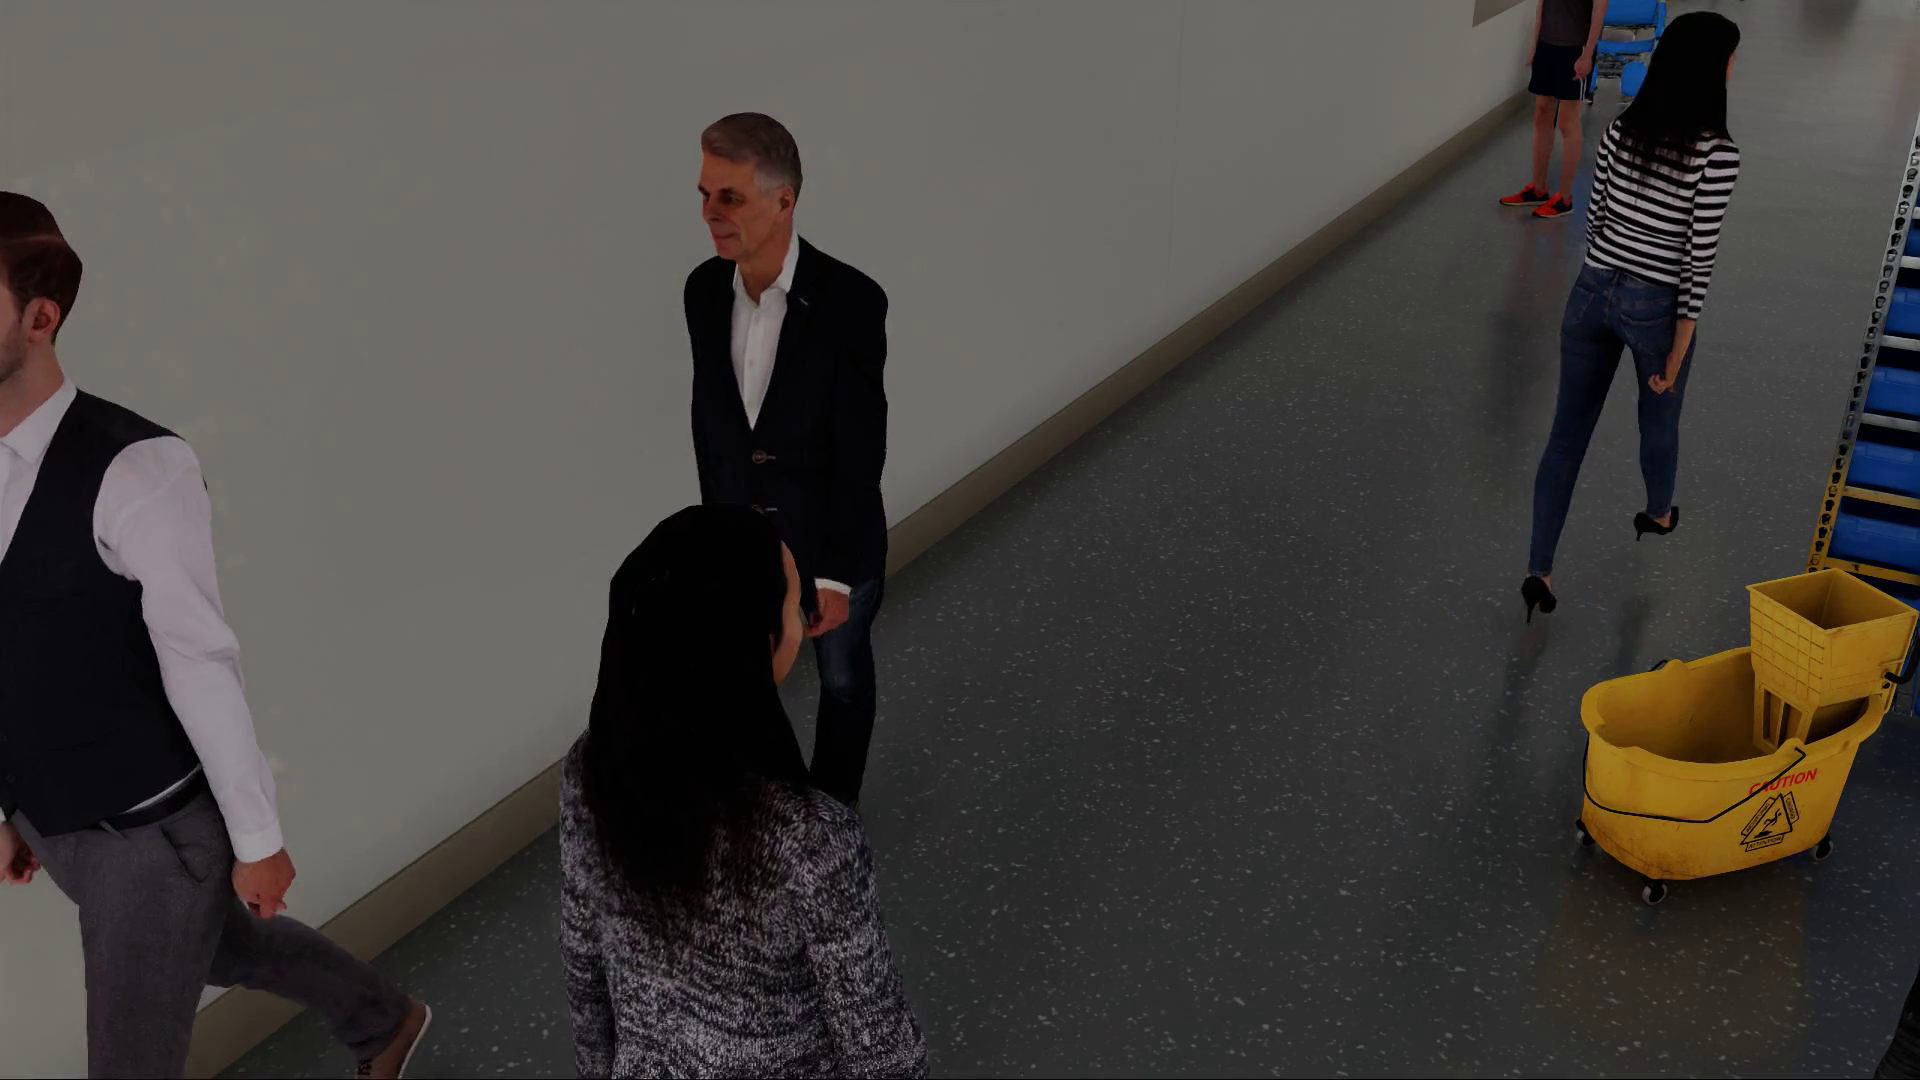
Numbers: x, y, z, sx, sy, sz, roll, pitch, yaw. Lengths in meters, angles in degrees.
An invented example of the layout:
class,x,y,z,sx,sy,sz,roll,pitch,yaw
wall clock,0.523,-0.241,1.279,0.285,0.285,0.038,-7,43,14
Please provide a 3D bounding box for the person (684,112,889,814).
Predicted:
class,x,y,z,sx,sy,sz,roll,pitch,yaw
person,-0.325,-0.060,3.733,0.936,1.784,0.845,8,27,16

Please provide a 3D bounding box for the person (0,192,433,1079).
class,x,y,z,sx,sy,sz,roll,pitch,yaw
person,-1.245,0.387,2.657,1.166,1.911,0.746,12,28,24

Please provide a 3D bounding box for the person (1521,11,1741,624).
class,x,y,z,sx,sy,sz,roll,pitch,yaw
person,1.871,-0.564,4.805,0.896,1.743,1.130,-23,34,-39

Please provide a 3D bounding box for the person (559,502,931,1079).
class,x,y,z,sx,sy,sz,roll,pitch,yaw
person,-0.328,0.795,2.037,0.565,1.716,0.718,19,32,34

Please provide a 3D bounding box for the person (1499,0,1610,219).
class,x,y,z,sx,sy,sz,roll,pitch,yaw
person,3.356,-2.729,9.190,0.786,1.851,0.708,-9,27,-18
